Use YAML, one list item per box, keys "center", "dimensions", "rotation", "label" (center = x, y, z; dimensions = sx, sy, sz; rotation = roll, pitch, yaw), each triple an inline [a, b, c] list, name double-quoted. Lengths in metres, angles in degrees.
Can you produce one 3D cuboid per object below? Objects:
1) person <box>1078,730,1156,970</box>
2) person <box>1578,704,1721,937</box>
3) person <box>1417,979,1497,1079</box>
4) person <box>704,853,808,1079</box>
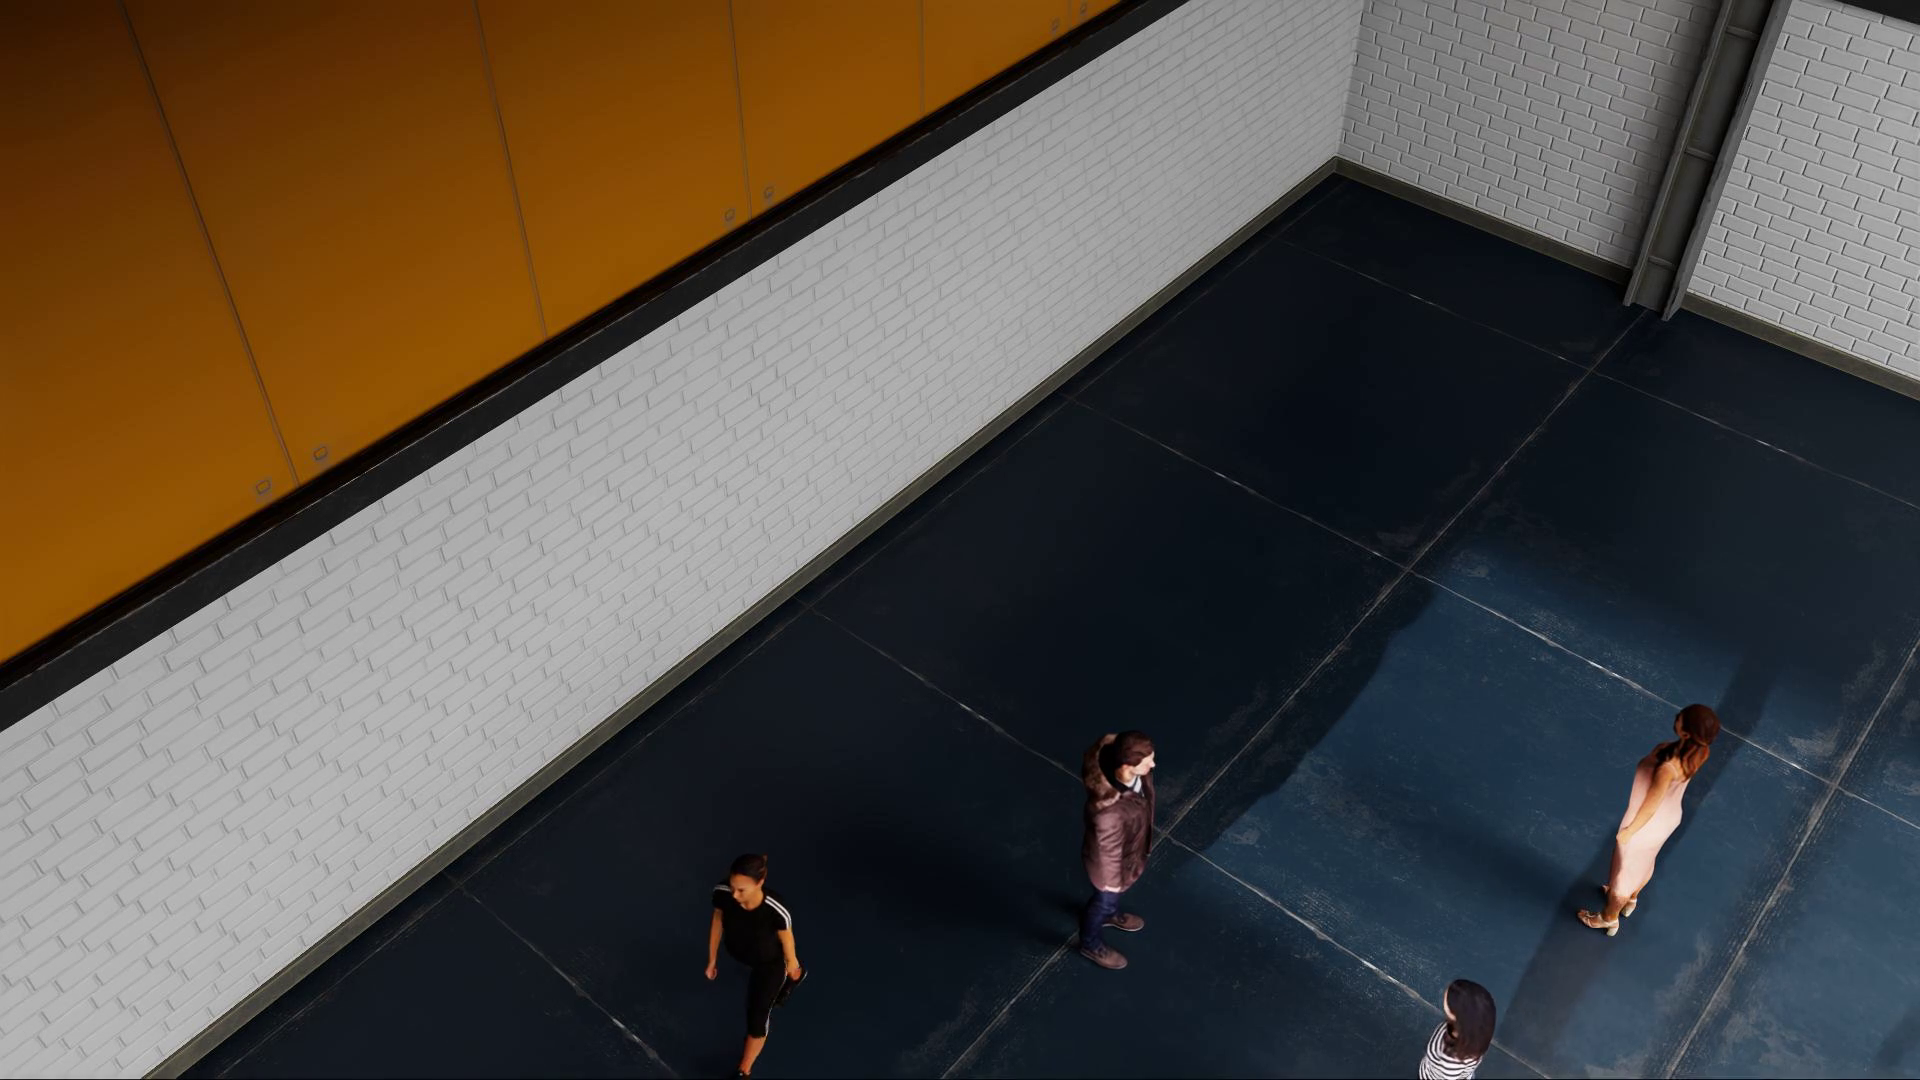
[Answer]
- center: [0.827, 1.639, 8.960]
  dimensions: [0.807, 1.842, 0.838]
  rotation: [13, 45, 13]
  label: "person"
- center: [3.779, 1.529, 9.083]
  dimensions: [0.621, 1.832, 0.550]
  rotation: [-31, 52, -28]
  label: "person"
- center: [2.300, 2.642, 7.942]
  dimensions: [0.519, 1.795, 0.608]
  rotation: [25, 49, 24]
  label: "person"
- center: [-1.009, 2.081, 8.656]
  dimensions: [1.102, 1.622, 0.760]
  rotation: [22, 48, 22]
  label: "person"
